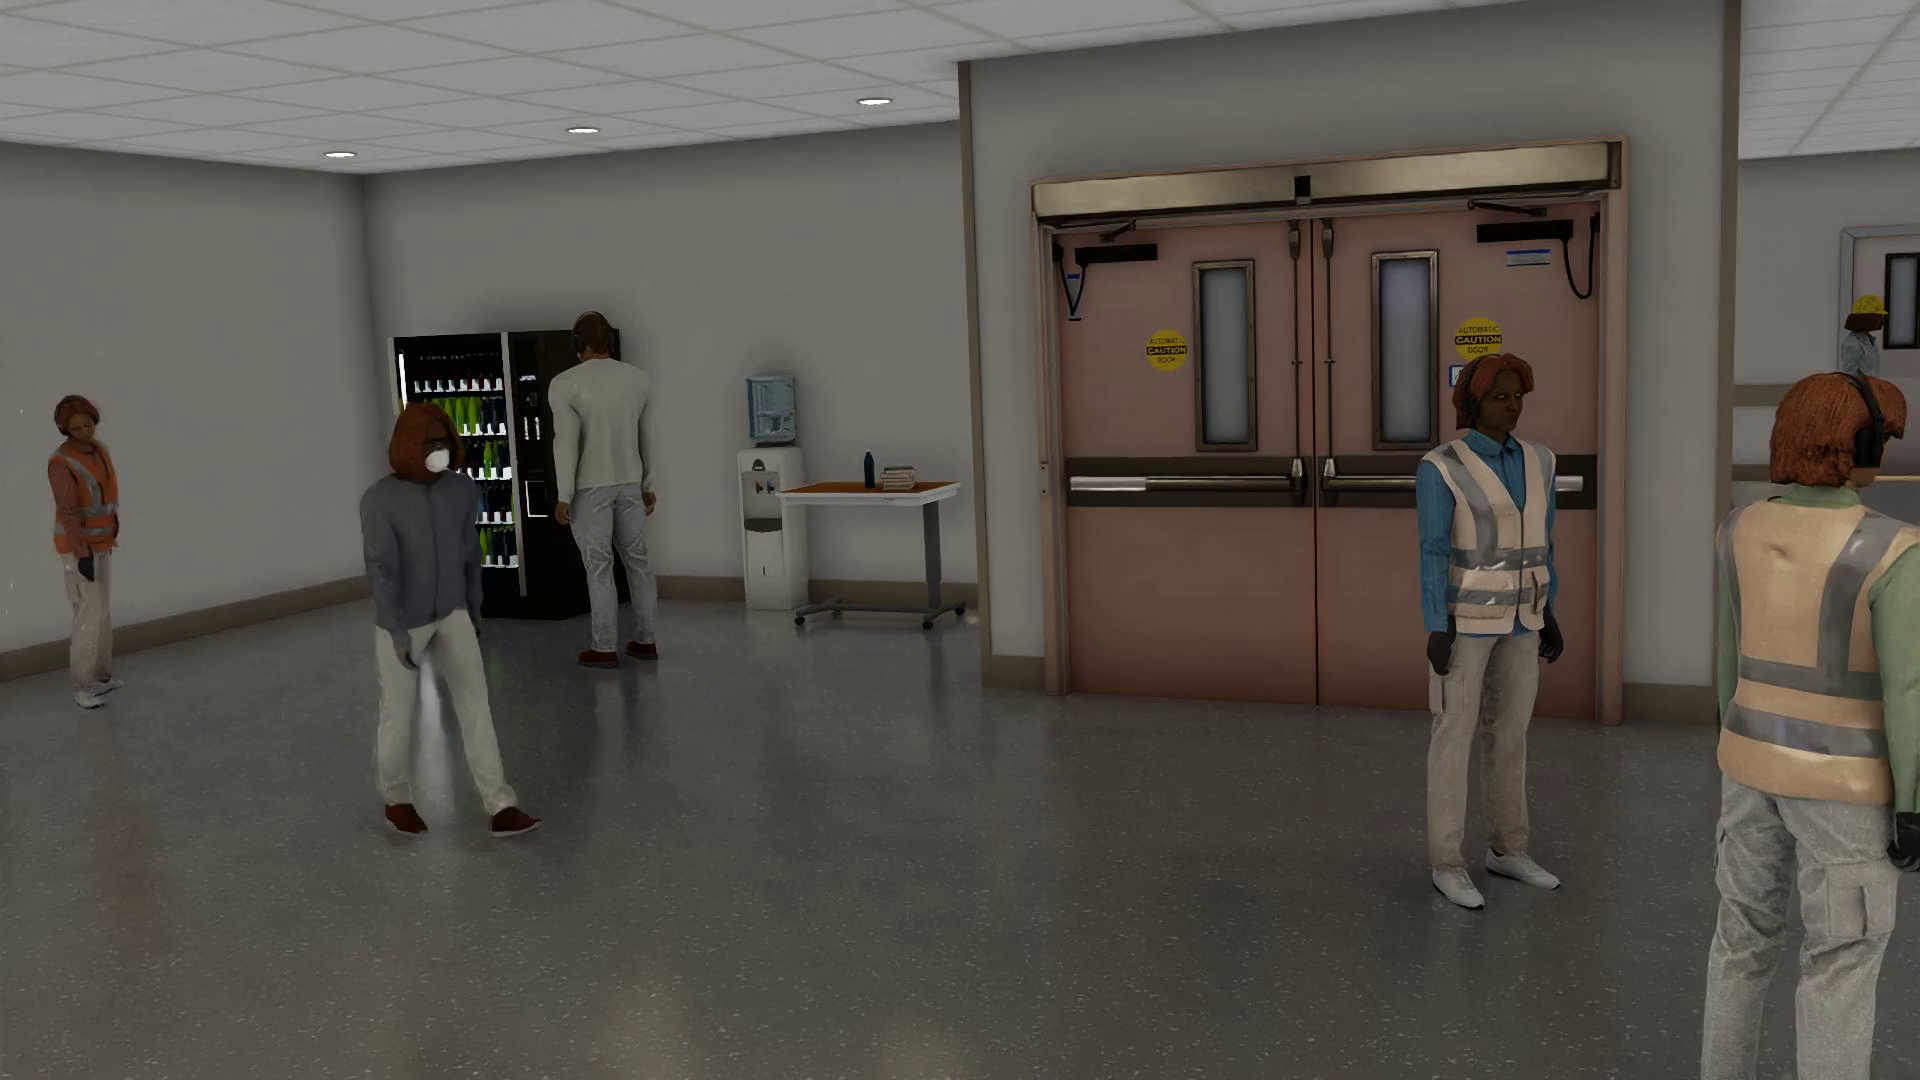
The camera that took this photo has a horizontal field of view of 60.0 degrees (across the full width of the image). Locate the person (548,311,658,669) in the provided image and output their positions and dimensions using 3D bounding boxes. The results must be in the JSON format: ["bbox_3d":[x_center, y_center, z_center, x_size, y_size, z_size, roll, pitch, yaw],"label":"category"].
[{"bbox_3d":[-1.923,-0.271,9.055,0.635,1.936,0.355,-9,10,-43],"label":"person"}]

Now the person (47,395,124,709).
[{"bbox_3d":[-4.512,0.046,8.669,0.326,1.611,0.654,-3,7,-6],"label":"person"}]

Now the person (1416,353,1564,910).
[{"bbox_3d":[1.590,0.263,4.996,0.515,1.641,0.309,-6,8,-26],"label":"person"}]

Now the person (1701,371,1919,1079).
[{"bbox_3d":[1.688,0.487,3.291,0.318,1.630,0.514,-5,8,-18],"label":"person"}]

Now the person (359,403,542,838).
[{"bbox_3d":[-1.864,0.307,5.925,0.828,1.586,0.510,4,10,40],"label":"person"}]

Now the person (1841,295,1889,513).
[{"bbox_3d":[6.977,-1.022,12.869,0.483,1.735,0.340,-10,10,-44],"label":"person"}]
